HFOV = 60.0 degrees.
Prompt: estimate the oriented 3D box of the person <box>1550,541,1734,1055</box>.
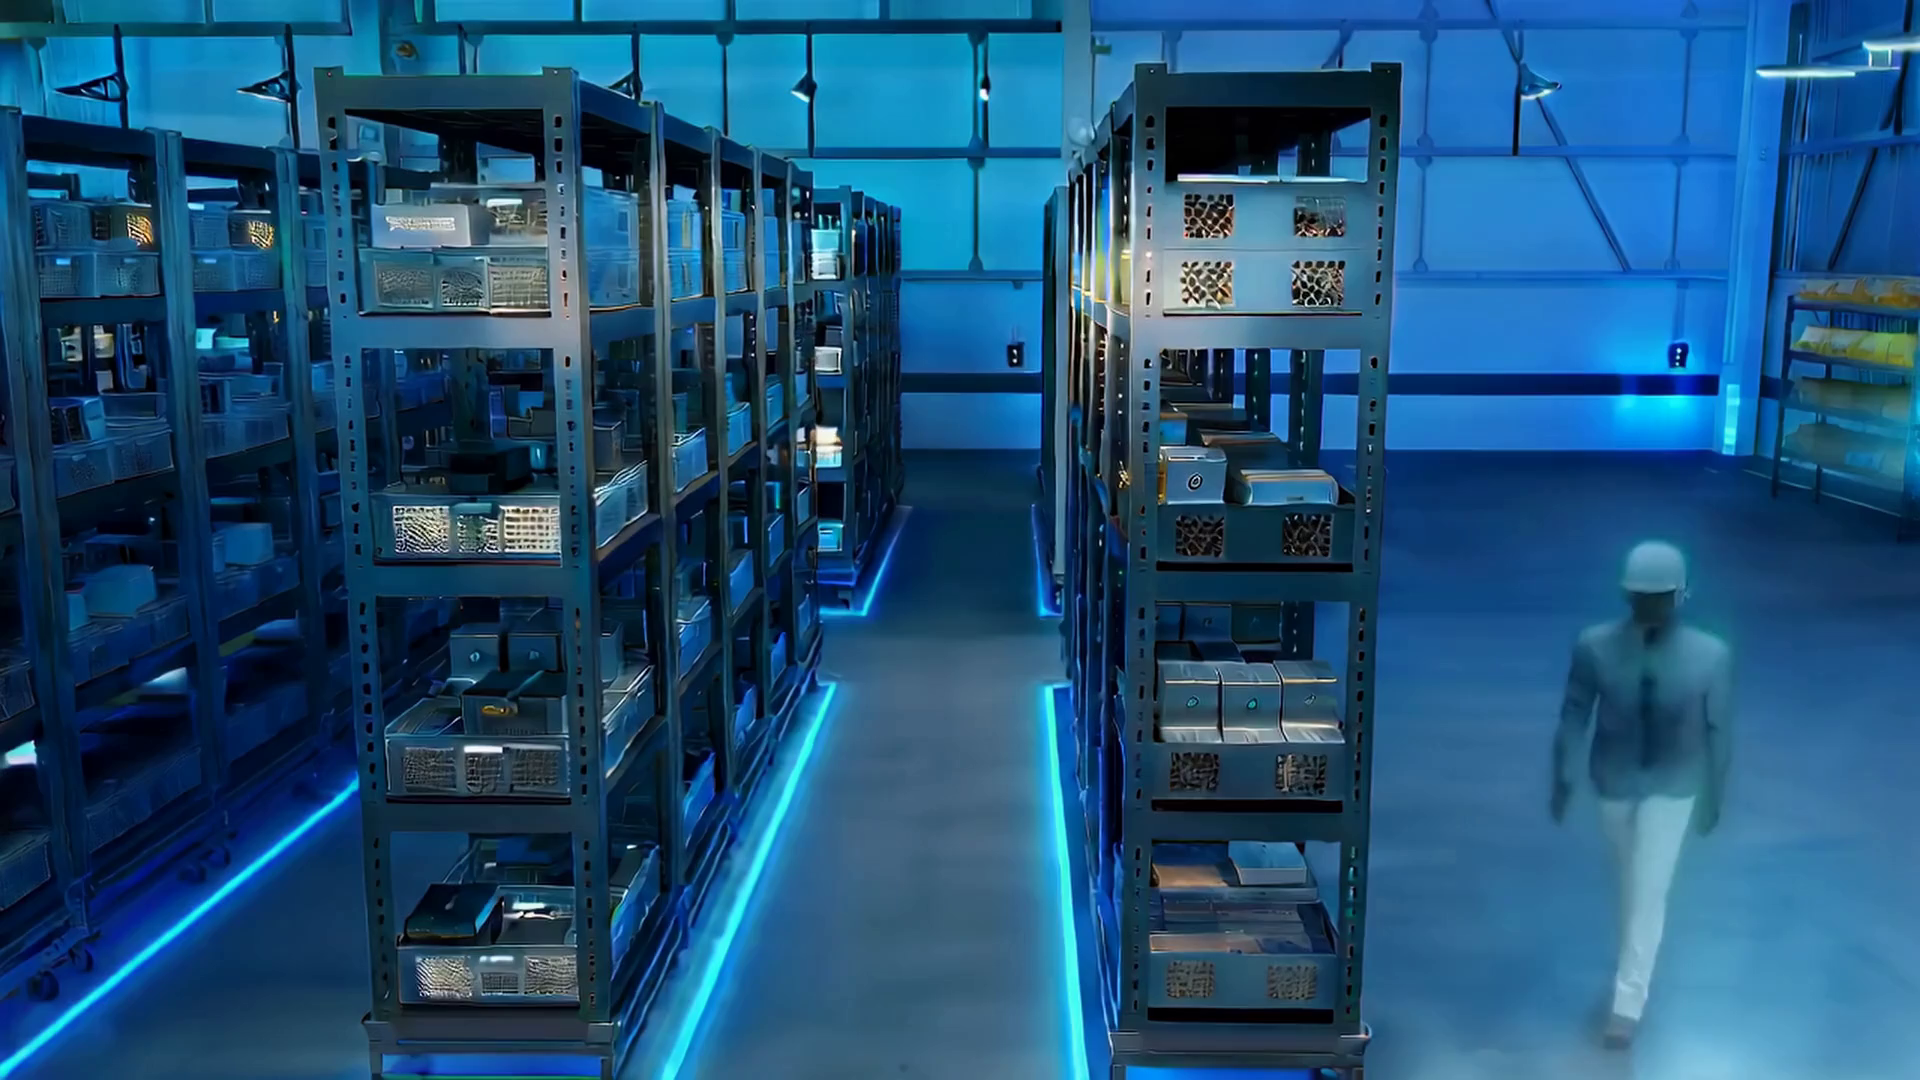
[{"bbox_3d":[2.705,0.950,6.640,0.630,1.941,1.053,6,12,33],"label":"person"}]
